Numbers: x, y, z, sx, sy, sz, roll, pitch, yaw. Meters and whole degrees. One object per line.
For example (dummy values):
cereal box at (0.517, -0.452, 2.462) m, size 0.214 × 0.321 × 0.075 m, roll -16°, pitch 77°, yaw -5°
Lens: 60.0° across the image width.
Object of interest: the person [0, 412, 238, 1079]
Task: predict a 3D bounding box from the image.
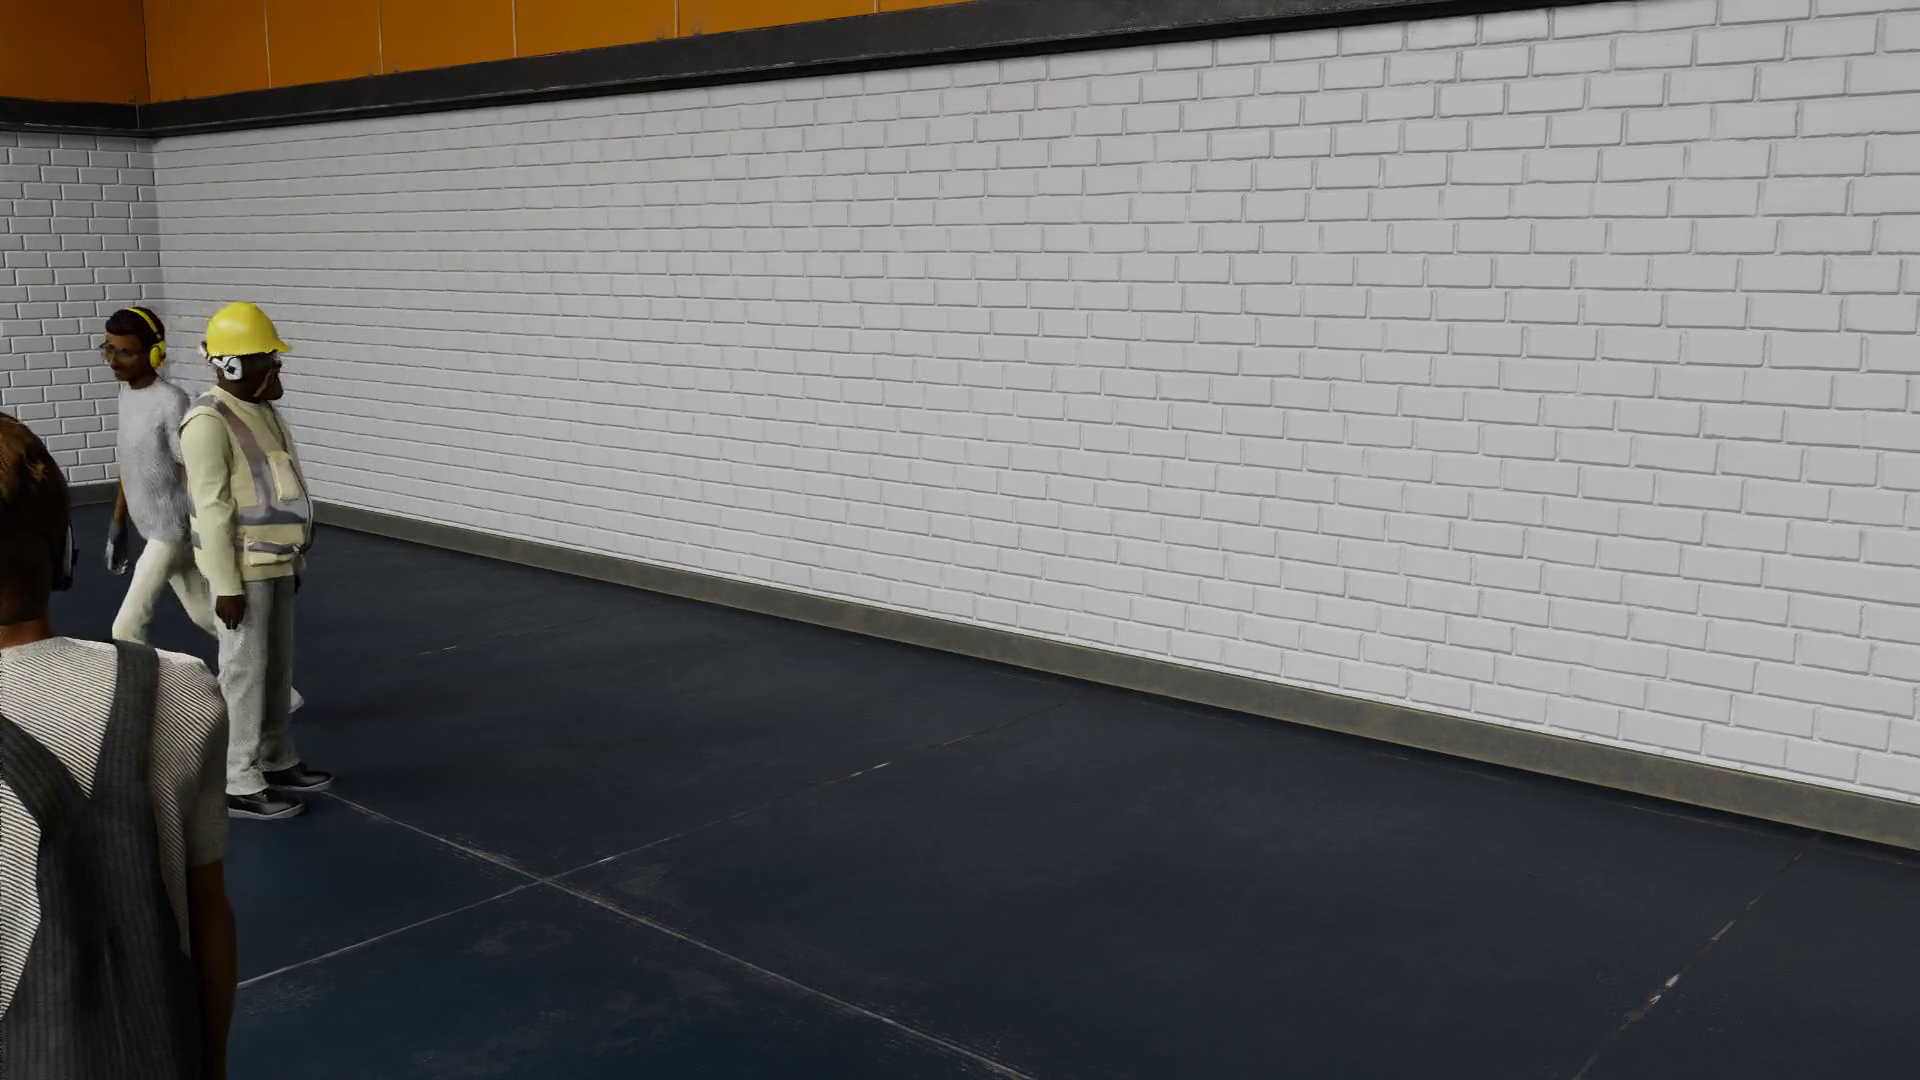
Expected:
person at (-1.107, 0.758, 2.023) m, size 0.346 × 1.847 × 0.506 m, roll 5°, pitch 11°, yaw 27°

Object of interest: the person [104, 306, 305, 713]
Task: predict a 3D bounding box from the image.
person at (-3.139, -0.031, 6.642) m, size 1.009 × 1.811 × 0.528 m, roll -8°, pitch 13°, yaw -39°

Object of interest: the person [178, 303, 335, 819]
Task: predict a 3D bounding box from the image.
person at (-2.516, 0.079, 5.963) m, size 0.403 × 1.826 × 0.630 m, roll 0°, pitch 10°, yaw -2°
